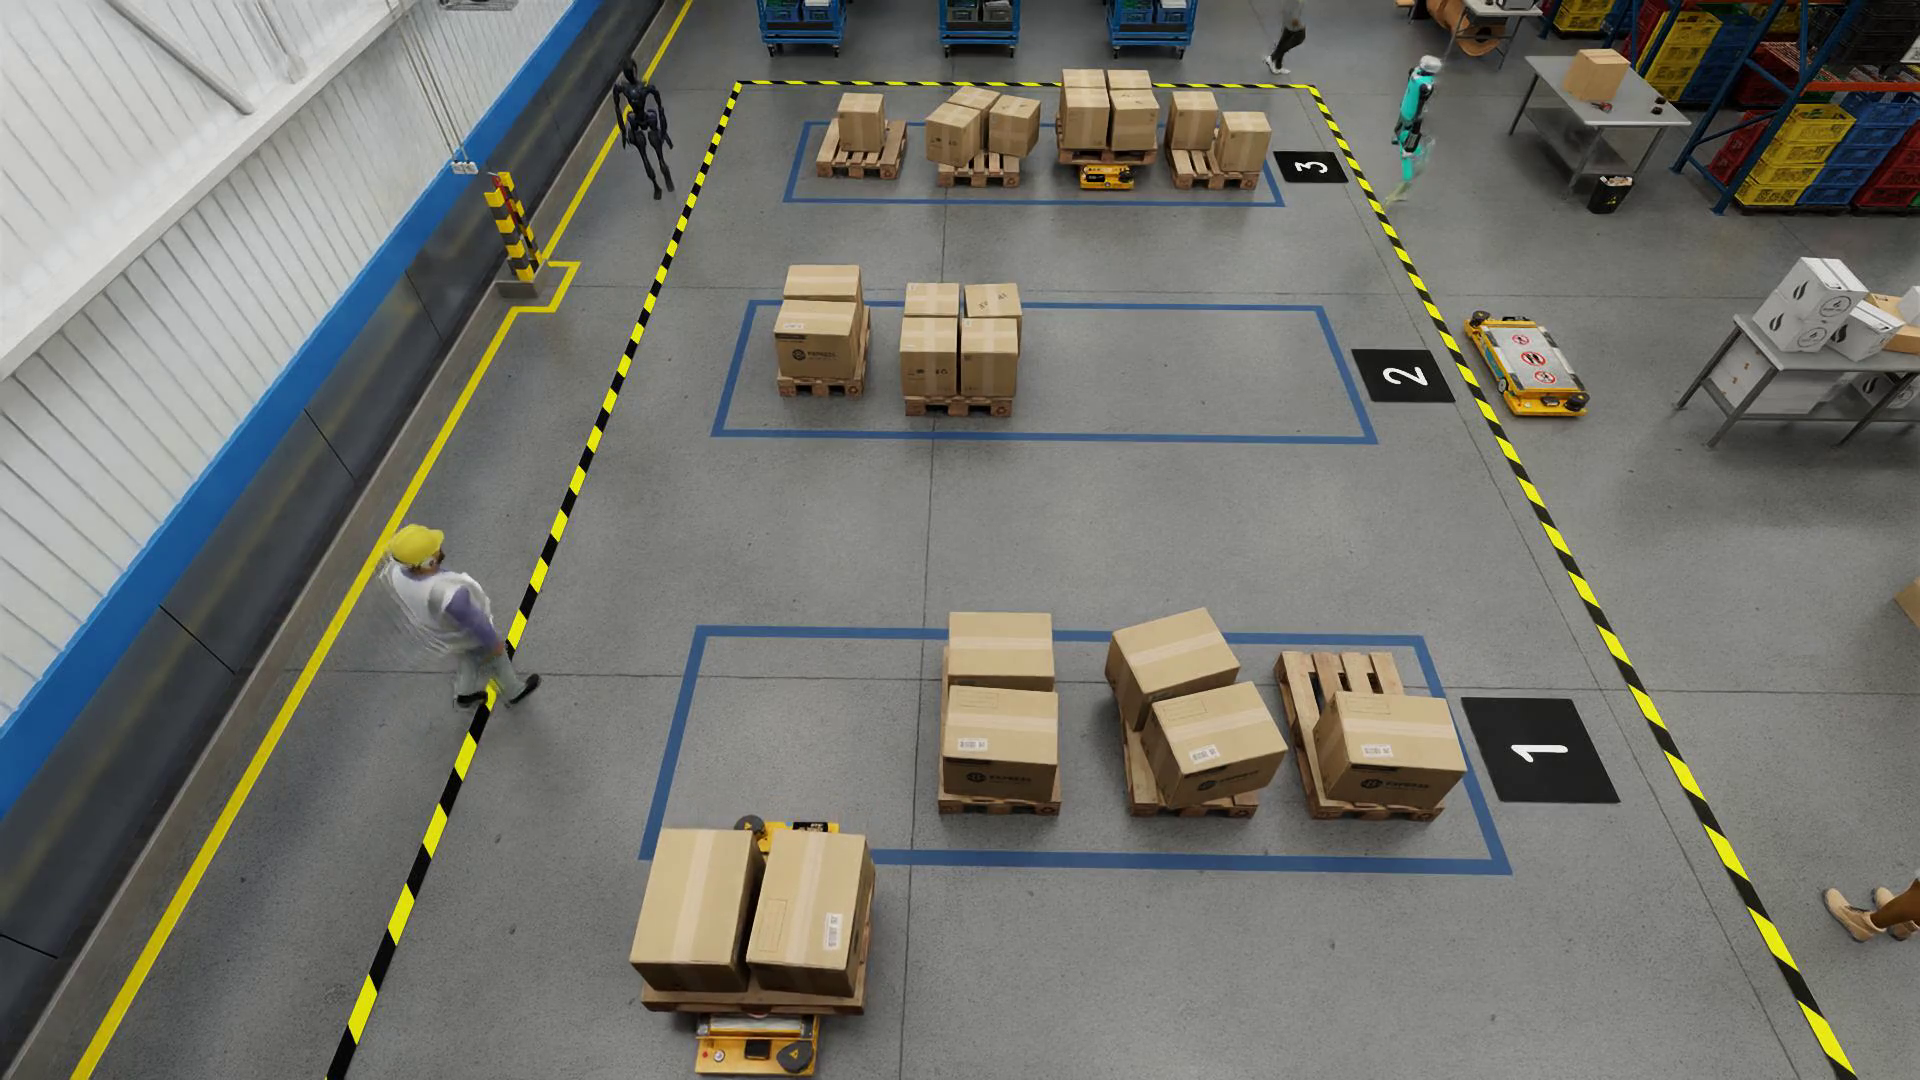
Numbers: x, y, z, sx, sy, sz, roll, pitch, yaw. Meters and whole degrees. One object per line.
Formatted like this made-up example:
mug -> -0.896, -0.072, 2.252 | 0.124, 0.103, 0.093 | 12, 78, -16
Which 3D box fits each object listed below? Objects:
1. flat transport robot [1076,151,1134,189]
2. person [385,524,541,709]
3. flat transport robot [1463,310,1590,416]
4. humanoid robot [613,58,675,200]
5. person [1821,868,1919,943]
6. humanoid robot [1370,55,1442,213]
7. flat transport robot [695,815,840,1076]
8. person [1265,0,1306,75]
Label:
flat transport robot -> 1.845, -4.982, 11.827 | 0.652, 0.197, 1.431 | 1, 49, 1
person -> -3.274, 0.568, 6.015 | 0.591, 1.822, 0.458 | 22, 53, 18
flat transport robot -> 5.573, -1.757, 9.054 | 0.659, 0.231, 1.431 | 1, 49, 1
humanoid robot -> -3.710, -4.820, 10.773 | 0.589, 1.637, 0.348 | -7, 49, -6
person -> 5.588, 1.681, 4.904 | 0.606, 2.047, 0.365 | 0, 49, 0
humanoid robot -> 5.306, -4.619, 10.578 | 0.799, 1.803, 0.540 | 1, 49, 1
flat transport robot -> -1.122, 2.364, 5.469 | 0.652, 0.197, 1.431 | 1, 49, 1
person -> 4.785, -7.558, 13.037 | 0.420, 1.836, 0.611 | 1, 49, 1
